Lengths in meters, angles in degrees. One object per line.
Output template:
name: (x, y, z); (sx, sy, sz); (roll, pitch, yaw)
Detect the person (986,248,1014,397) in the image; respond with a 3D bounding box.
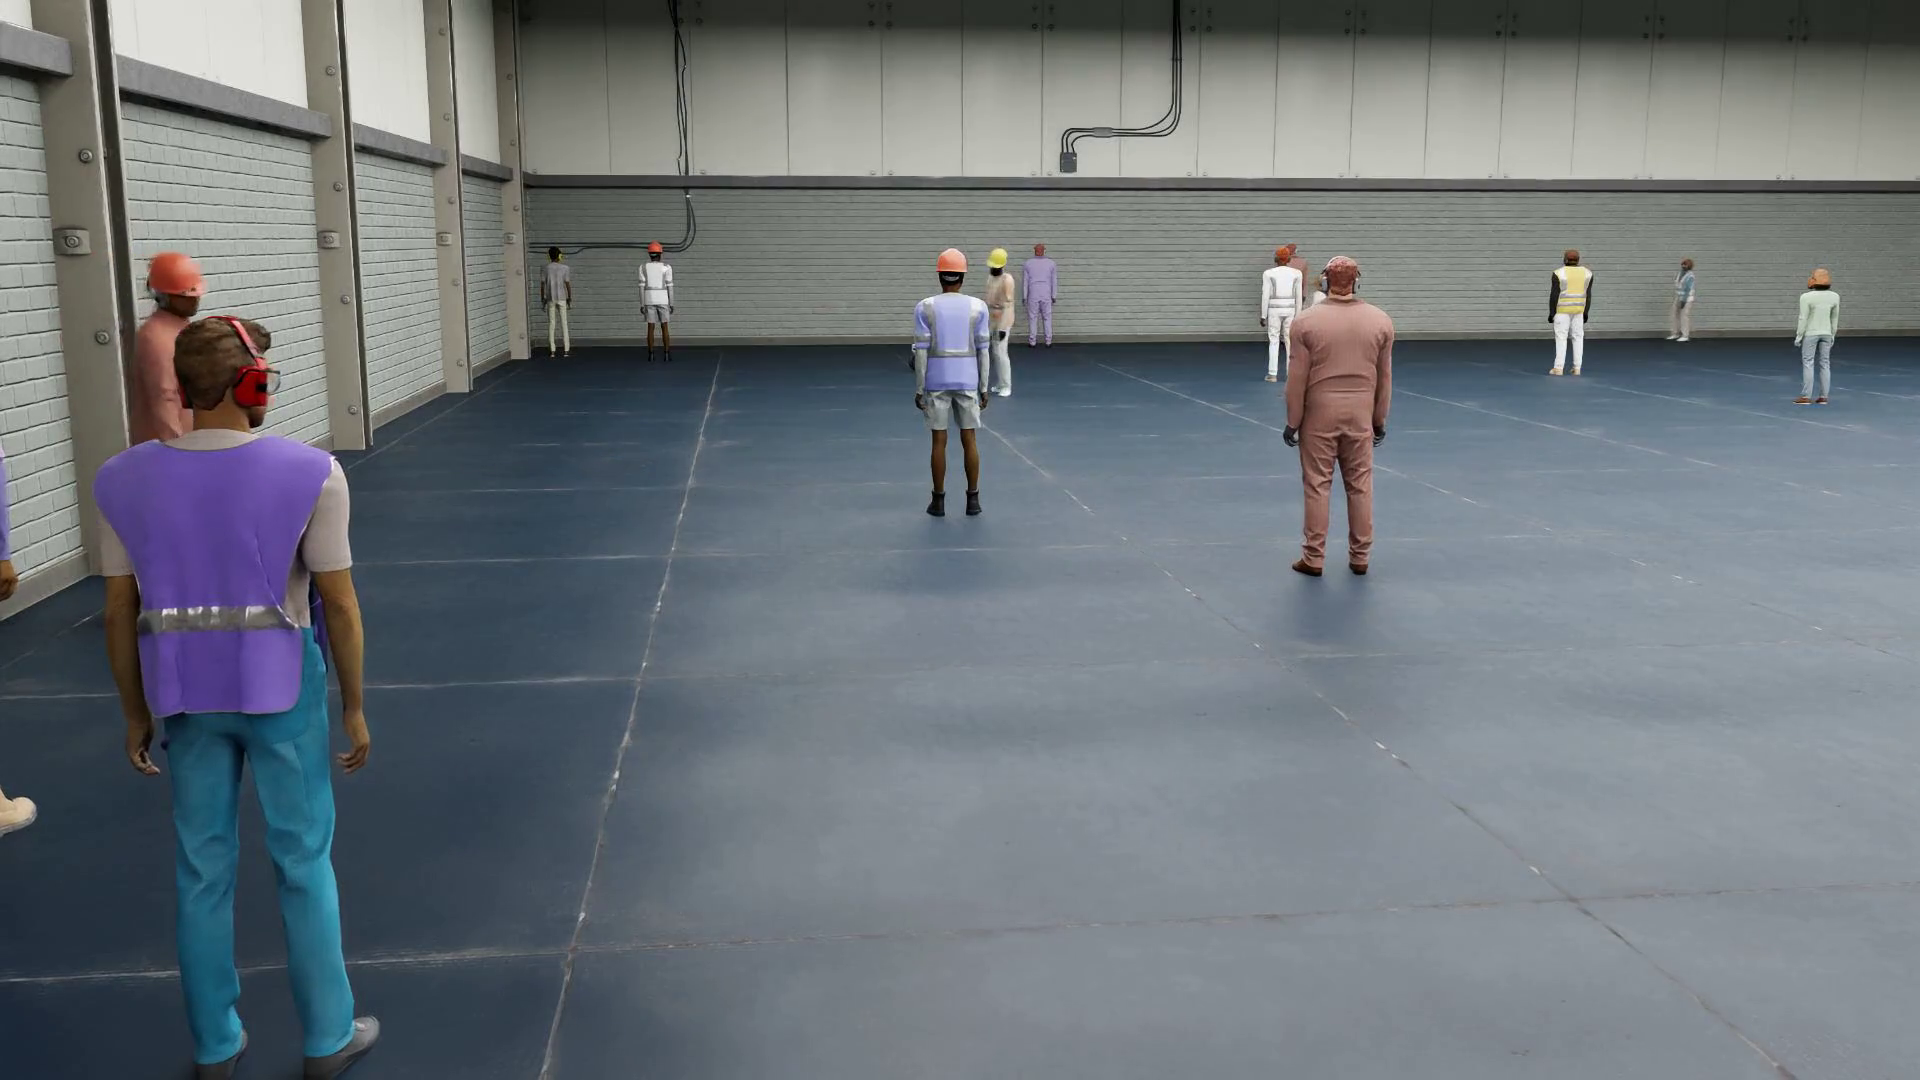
person: (0.475, -2.766, 21.196); (0.424, 1.876, 0.764); (-4, 11, -20)

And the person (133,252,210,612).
person: (-4.026, -0.486, 8.500); (0.580, 1.944, 0.630); (-1, 10, -6)

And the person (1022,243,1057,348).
person: (1.447, -4.470, 30.446); (0.645, 1.907, 0.400); (-1, 10, -5)

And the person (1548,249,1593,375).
person: (8.949, -3.345, 24.457); (0.627, 1.843, 0.429); (-1, 10, -5)

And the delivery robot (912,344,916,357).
delivery robot: (-0.351, -2.842, 24.971); (0.707, 0.478, 0.477); (-5, 11, -23)

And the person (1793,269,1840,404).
person: (10.369, -2.455, 20.148); (0.503, 1.632, 0.271); (-1, 10, -5)

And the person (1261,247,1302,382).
person: (4.503, -3.160, 23.324); (0.578, 1.882, 0.346); (-1, 10, -5)

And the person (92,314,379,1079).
person: (-1.695, 0.400, 3.919); (0.566, 1.841, 0.381); (-1, 10, -5)

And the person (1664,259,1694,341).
person: (13.959, -4.630, 32.156); (0.521, 1.592, 0.580); (-2, 11, -12)

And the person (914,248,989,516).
person: (-0.063, -1.138, 12.095); (0.549, 1.936, 0.377); (-1, 10, -5)

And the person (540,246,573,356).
person: (-6.849, -4.045, 28.218); (0.521, 1.870, 0.319); (-1, 10, -5)

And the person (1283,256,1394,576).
person: (2.246, -0.734, 9.965); (0.645, 1.907, 0.400); (-1, 10, -5)

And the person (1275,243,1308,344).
person: (6.229, -4.641, 31.392); (0.645, 1.905, 0.400); (-1, 10, -5)

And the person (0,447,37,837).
person: (-3.458, 0.008, 5.520); (0.611, 2.042, 0.395); (-1, 10, -5)

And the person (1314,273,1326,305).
person: (4.452, -2.510, 20.529); (0.407, 1.595, 0.540); (2, 10, 9)

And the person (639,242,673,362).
person: (-4.941, -3.871, 27.084); (0.549, 1.934, 0.374); (-1, 10, -5)
